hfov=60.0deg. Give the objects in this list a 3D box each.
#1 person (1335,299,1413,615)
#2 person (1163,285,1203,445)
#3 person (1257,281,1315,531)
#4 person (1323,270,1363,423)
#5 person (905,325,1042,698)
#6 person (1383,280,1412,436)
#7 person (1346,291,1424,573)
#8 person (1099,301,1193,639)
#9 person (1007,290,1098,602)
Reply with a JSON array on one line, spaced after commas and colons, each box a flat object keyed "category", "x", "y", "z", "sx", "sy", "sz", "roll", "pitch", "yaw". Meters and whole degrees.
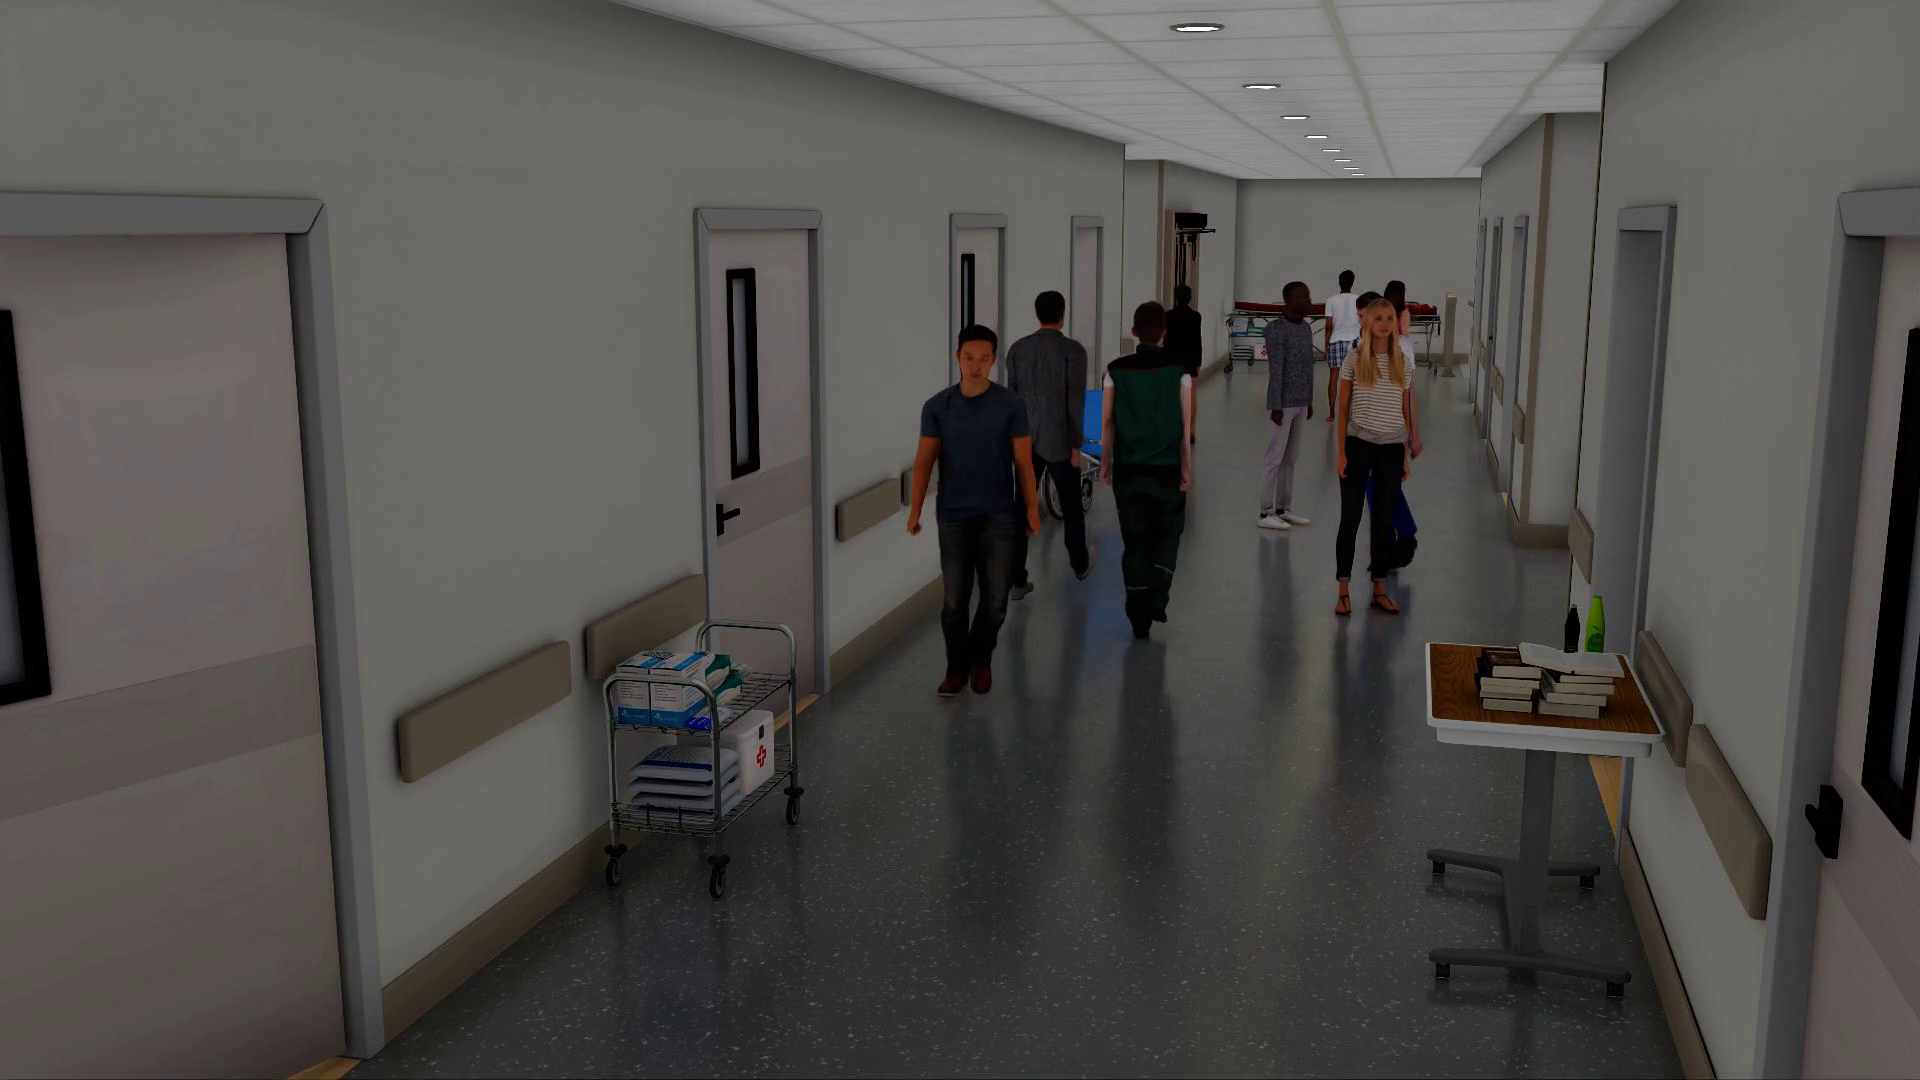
[{"category": "person", "x": 2.398, "y": -0.489, "z": 9.700, "sx": 0.660, "sy": 1.826, "sz": 0.643, "roll": -1, "pitch": 11, "yaw": -6}, {"category": "person", "x": 2.282, "y": -1.798, "z": 17.100, "sx": 0.607, "sy": 1.638, "sz": 0.654, "roll": 1, "pitch": 11, "yaw": 3}, {"category": "person", "x": 2.434, "y": -1.010, "z": 12.431, "sx": 0.811, "sy": 1.832, "sz": 0.663, "roll": 9, "pitch": 14, "yaw": 41}, {"category": "person", "x": 4.424, "y": -2.234, "z": 19.140, "sx": 0.644, "sy": 1.735, "sz": 0.535, "roll": 2, "pitch": 11, "yaw": 11}, {"category": "person", "x": 0.090, "y": -0.122, "z": 7.884, "sx": 0.818, "sy": 1.783, "sz": 0.717, "roll": 2, "pitch": 11, "yaw": 11}, {"category": "person", "x": 4.664, "y": -1.963, "z": 17.913, "sx": 0.696, "sy": 1.660, "sz": 0.665, "roll": -9, "pitch": 14, "yaw": -38}, {"category": "person", "x": 2.784, "y": -0.703, "z": 10.842, "sx": 0.822, "sy": 1.820, "sz": 0.874, "roll": 7, "pitch": 13, "yaw": 32}, {"category": "person", "x": 1.020, "y": -0.365, "z": 9.030, "sx": 0.676, "sy": 1.829, "sz": 0.652, "roll": 2, "pitch": 11, "yaw": 11}, {"category": "person", "x": 0.490, "y": -0.530, "z": 9.941, "sx": 0.835, "sy": 1.817, "sz": 1.189, "roll": 5, "pitch": 12, "yaw": 23}]
